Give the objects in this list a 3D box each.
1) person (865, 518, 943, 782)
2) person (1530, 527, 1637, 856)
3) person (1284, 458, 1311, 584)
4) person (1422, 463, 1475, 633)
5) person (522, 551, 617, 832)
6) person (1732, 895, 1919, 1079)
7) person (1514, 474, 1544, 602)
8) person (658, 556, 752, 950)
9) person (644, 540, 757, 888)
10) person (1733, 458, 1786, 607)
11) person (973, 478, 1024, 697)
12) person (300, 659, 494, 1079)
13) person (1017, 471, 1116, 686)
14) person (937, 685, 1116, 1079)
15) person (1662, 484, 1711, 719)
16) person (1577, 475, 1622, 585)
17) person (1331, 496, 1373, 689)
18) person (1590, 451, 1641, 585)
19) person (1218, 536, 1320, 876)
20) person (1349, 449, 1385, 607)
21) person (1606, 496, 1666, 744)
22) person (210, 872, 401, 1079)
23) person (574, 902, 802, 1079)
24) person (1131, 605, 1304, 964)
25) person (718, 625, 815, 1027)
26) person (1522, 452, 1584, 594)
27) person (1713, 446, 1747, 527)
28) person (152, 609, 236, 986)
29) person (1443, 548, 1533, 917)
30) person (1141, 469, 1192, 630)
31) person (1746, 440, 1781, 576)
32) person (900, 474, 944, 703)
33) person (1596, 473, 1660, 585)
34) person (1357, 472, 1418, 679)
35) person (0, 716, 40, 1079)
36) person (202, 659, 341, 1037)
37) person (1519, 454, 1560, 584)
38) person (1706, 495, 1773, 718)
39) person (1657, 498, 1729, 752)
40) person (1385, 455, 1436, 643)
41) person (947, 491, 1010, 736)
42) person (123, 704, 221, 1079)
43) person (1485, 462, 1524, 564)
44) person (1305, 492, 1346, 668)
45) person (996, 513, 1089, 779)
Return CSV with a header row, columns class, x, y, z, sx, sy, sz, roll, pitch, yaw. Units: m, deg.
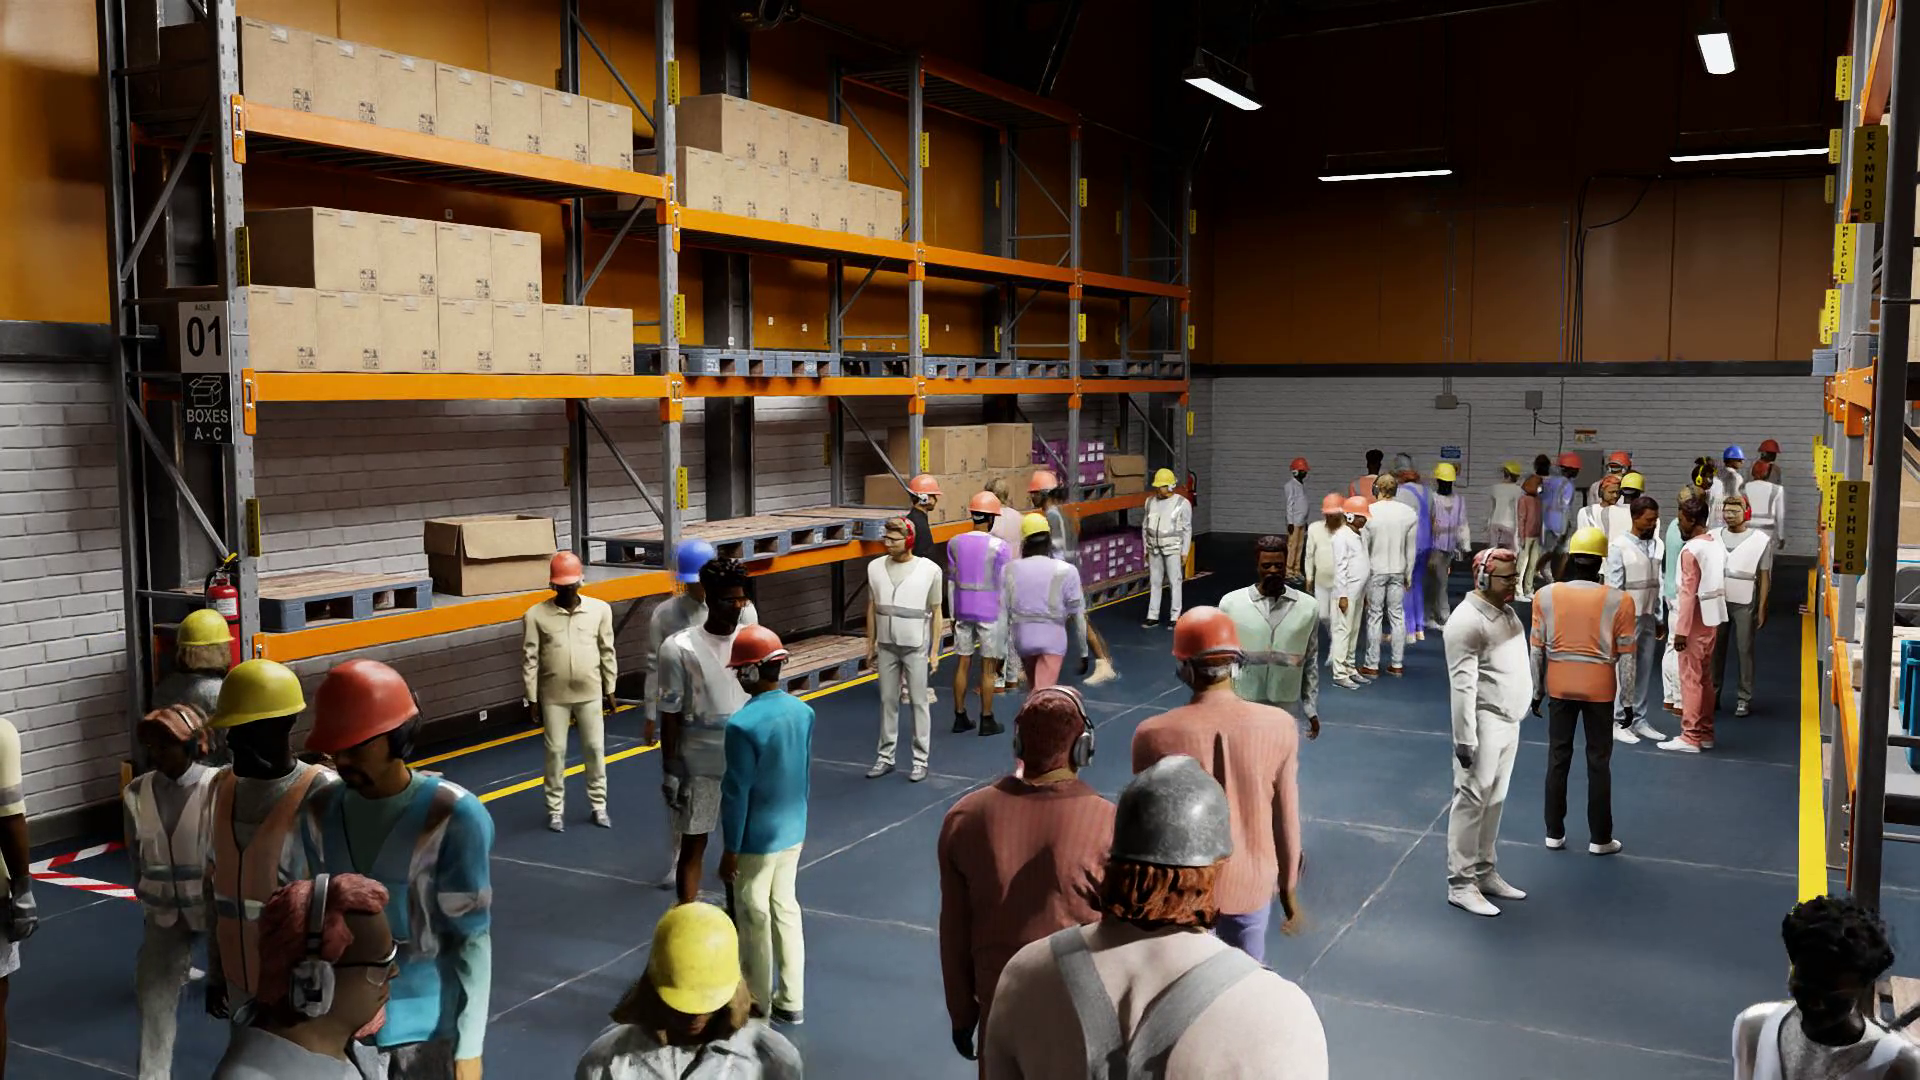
class,x,y,z,sx,sy,sz,roll,pitch,yaw
person,-0.383,0.756,11.599,0.564,1.841,0.391,2,6,23
person,3.666,0.883,9.790,0.595,1.923,0.381,3,6,33
person,4.702,-0.270,23.105,0.329,1.751,0.570,4,6,35
person,5.413,0.097,18.461,0.588,1.887,0.876,-2,6,-24
person,-2.406,0.932,10.272,0.574,1.737,0.354,-2,6,-21
person,1.946,1.576,3.638,0.500,1.674,0.544,-3,6,-25
person,7.253,-0.024,21.156,0.503,1.627,0.277,-4,7,-40
person,-1.145,1.045,7.912,0.607,1.960,0.374,-4,7,-36
person,-1.348,0.943,9.198,0.802,1.919,0.584,0,5,-2
person,9.731,-0.065,20.305,0.616,1.866,0.662,3,6,30
person,0.340,0.416,14.740,0.372,1.940,0.632,3,6,32
person,-1.562,1.321,4.586,0.603,2.022,0.467,2,6,19
person,0.903,0.361,15.179,1.127,1.978,0.629,1,6,15
person,0.270,1.361,4.752,0.652,1.905,0.409,2,6,23
person,6.016,0.509,13.741,0.372,1.940,0.631,1,5,9
person,6.313,0.305,16.268,0.575,1.880,0.359,0,5,1
person,3.584,0.468,15.169,0.327,1.750,0.561,3,6,33
person,7.682,-0.048,19.508,0.616,1.986,0.407,5,7,43
person,1.725,0.927,9.345,0.587,1.920,0.391,0,5,-1
person,5.131,-0.148,20.665,0.604,1.966,0.367,2,6,20
person,5.205,0.609,12.852,0.600,1.909,0.399,-3,6,-33
person,-1.126,1.532,2.970,0.401,1.900,0.643,-1,5,-11
person,-0.601,1.575,3.642,0.517,1.683,0.887,-1,5,-9
person,0.898,1.220,5.878,0.638,1.974,0.507,0,5,-5
person,-0.844,1.229,7.067,0.350,1.739,0.575,3,6,27
person,7.608,-0.177,21.339,0.718,1.907,0.567,-1,5,-12
person,10.268,-0.285,22.251,0.402,1.944,0.605,-1,5,-7
person,-3.436,1.185,7.571,0.492,1.749,0.349,2,6,21
person,2.793,0.989,8.748,0.407,1.906,0.655,4,7,39
person,2.308,0.106,18.697,0.592,1.822,0.404,4,6,34
person,11.517,-0.446,23.809,0.609,1.986,0.412,-2,6,-24
person,-0.344,0.421,14.476,0.413,1.987,0.621,0,5,-4
person,6.443,0.307,16.080,0.588,1.912,0.395,3,6,32
person,3.973,0.335,15.619,0.631,1.939,0.369,-1,5,-15
person,-3.581,1.220,5.943,0.612,1.963,0.363,1,5,11
person,-2.097,1.317,5.107,0.589,1.927,0.368,2,6,22
person,8.160,-0.312,23.332,0.652,1.807,0.917,-1,5,-8
person,6.453,0.543,13.863,0.389,1.847,0.563,-5,7,-43
person,5.548,0.640,12.511,0.402,1.909,0.599,5,7,41
person,4.761,0.077,17.846,0.727,2.000,0.536,-5,7,-43
person,0.166,0.580,13.084,0.548,1.924,0.387,3,6,27
person,-2.845,1.385,6.193,0.503,1.590,0.886,0,5,2
person,7.285,-0.182,22.314,0.557,1.730,0.638,-5,7,-41
person,3.688,0.372,16.342,0.593,1.723,0.625,3,6,33
person,0.561,0.745,11.671,0.607,1.855,1.034,3,6,27
